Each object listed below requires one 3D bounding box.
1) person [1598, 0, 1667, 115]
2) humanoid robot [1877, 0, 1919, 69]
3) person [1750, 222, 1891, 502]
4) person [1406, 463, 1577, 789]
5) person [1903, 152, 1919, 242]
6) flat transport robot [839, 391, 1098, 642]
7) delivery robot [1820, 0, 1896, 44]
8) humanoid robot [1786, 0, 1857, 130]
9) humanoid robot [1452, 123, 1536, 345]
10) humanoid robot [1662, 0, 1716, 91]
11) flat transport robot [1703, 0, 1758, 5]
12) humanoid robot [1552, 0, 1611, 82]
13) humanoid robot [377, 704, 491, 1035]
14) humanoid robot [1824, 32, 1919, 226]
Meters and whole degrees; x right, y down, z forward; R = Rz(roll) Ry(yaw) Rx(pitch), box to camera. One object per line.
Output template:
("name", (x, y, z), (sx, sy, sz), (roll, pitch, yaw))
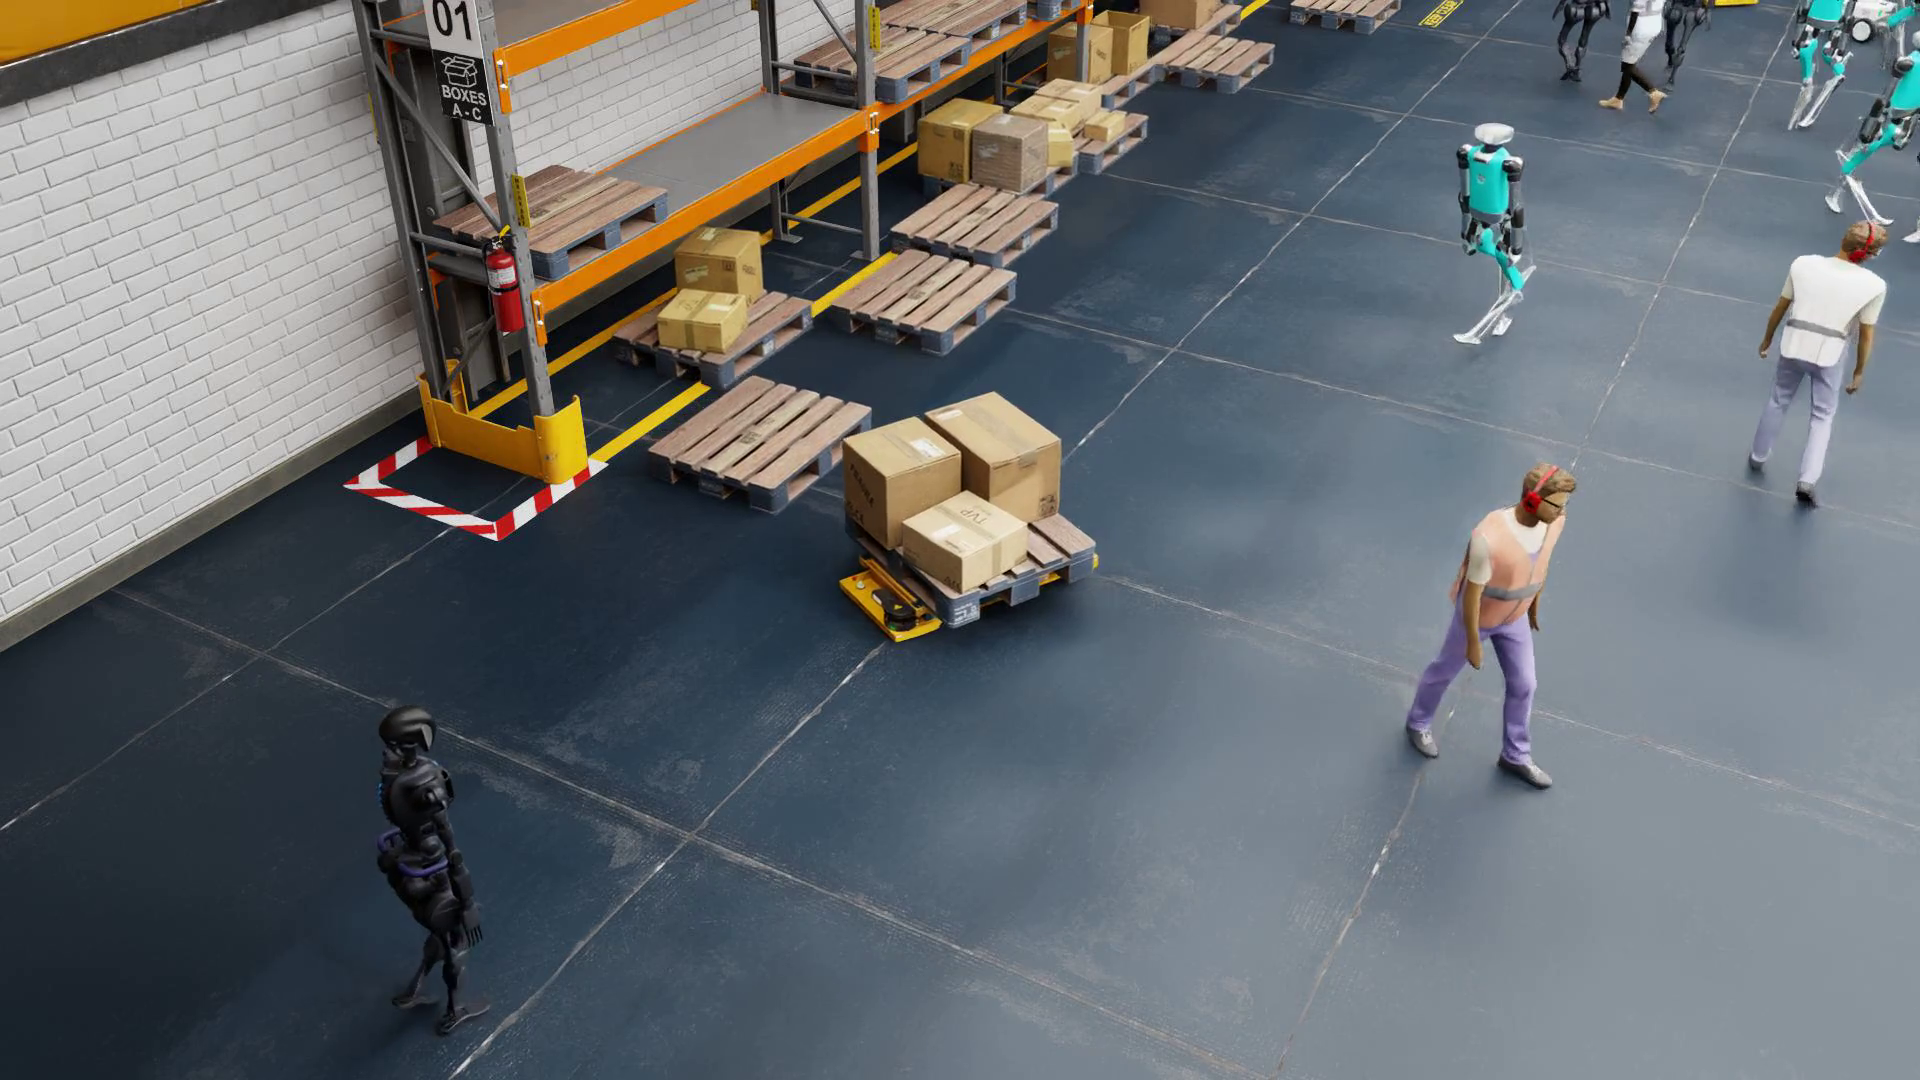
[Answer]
("person", (6.817, -5.023, 16.472), (0.541, 1.674, 0.660), (-27, 42, -35))
("humanoid robot", (10.157, -5.824, 17.656), (0.543, 1.812, 0.725), (-20, 38, -27))
("person", (5.345, -1.146, 10.484), (0.671, 1.822, 0.627), (24, 40, 31))
("person", (2.654, 0.392, 8.169), (0.563, 1.800, 0.762), (-15, 36, -21))
("person", (8.231, -3.182, 13.741), (0.367, 1.625, 0.543), (-21, 39, -28))
("flat transport robot", (0.059, 0.161, 9.904), (1.431, 0.231, 0.659), (-20, 38, -27))
("delivery robot", (10.266, -6.015, 18.988), (0.528, 0.594, 0.766), (-21, 39, -28))
("humanoid robot", (8.399, -4.811, 16.110), (0.763, 1.809, 0.539), (-25, 41, -33))
("humanoid robot", (4.011, -2.271, 12.237), (0.913, 1.724, 0.580), (-22, 40, -30))
("humanoid robot", (7.598, -5.588, 17.376), (0.605, 1.635, 0.791), (20, 38, 27))
("flat transport robot", (9.198, -6.890, 20.573), (0.659, 0.231, 1.431), (-5, 34, -7))
("humanoid robot", (6.549, -5.599, 17.342), (0.610, 1.639, 0.421), (-3, 34, -4))
("humanoid robot", (-2.197, 1.384, 6.778), (0.415, 1.634, 0.589), (-28, 43, -35))
("humanoid robot", (7.777, -3.549, 14.181), (0.548, 1.720, 0.954), (-9, 35, -13))
